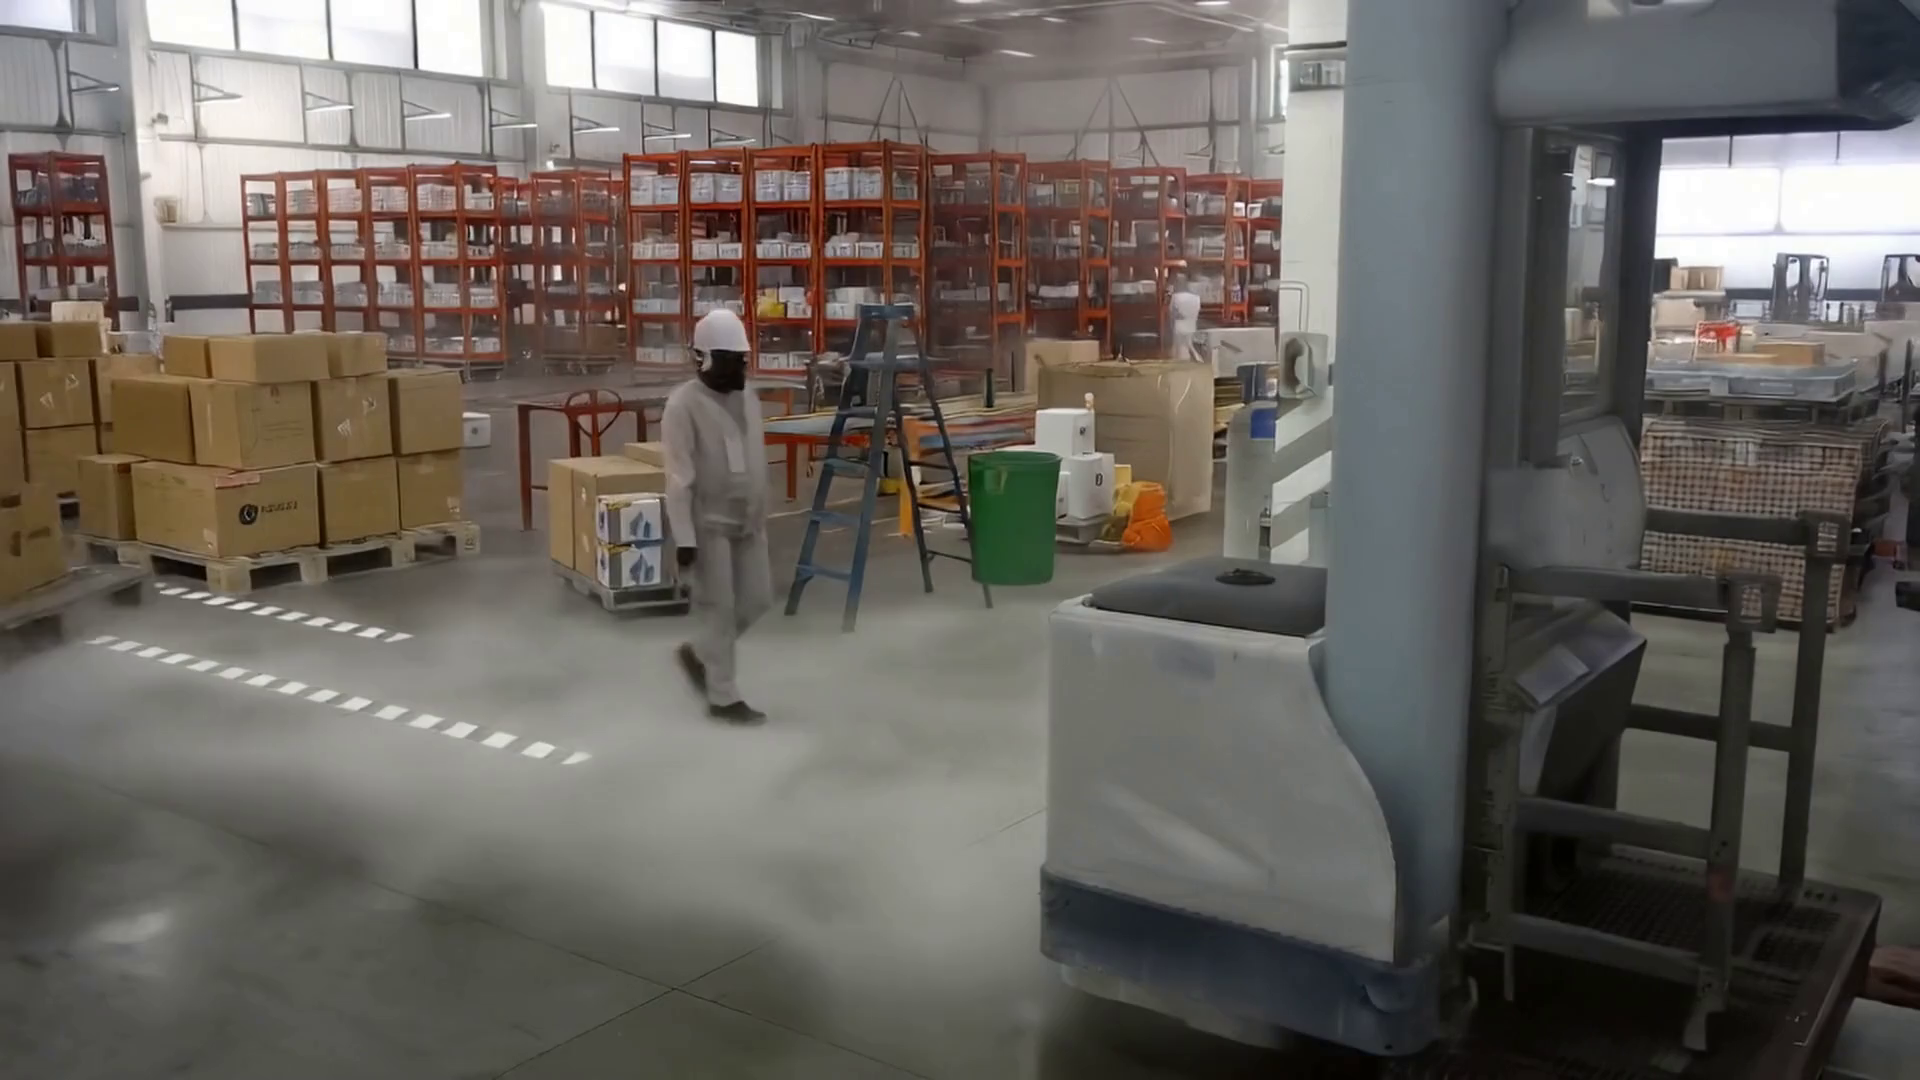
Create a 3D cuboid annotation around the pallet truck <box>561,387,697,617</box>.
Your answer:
[{"bbox_3d":[-1.981,-0.274,10.088,0.680,1.201,1.601,-5,11,-28],"label":"pallet truck"}]

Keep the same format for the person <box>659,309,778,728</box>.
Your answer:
[{"bbox_3d":[-1.060,-0.093,7.242,0.467,1.820,0.615,6,11,30],"label":"person"}]

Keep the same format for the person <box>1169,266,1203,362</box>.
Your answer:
[{"bbox_3d":[3.742,-3.592,27.776,1.011,1.935,0.626,-8,12,-40],"label":"person"}]

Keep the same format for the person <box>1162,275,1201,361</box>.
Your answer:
[{"bbox_3d":[3.488,-3.198,25.793,0.567,1.808,0.913,-6,11,-33],"label":"person"}]

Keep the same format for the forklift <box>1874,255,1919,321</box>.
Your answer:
[{"bbox_3d":[22.089,-5.634,38.796,1.157,1.987,2.680,6,11,33],"label":"forklift"}]

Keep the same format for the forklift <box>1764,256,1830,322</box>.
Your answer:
[{"bbox_3d":[20.253,-5.854,40.139,1.157,1.987,2.680,7,12,35],"label":"forklift"}]

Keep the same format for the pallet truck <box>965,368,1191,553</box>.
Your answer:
[{"bbox_3d":[0.845,-0.609,11.869,1.630,1.274,0.653,7,12,35],"label":"pallet truck"}]

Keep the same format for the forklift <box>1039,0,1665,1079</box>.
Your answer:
[{"bbox_3d":[1.249,-0.137,4.360,1.873,2.768,1.129,7,12,35],"label":"forklift"}]
